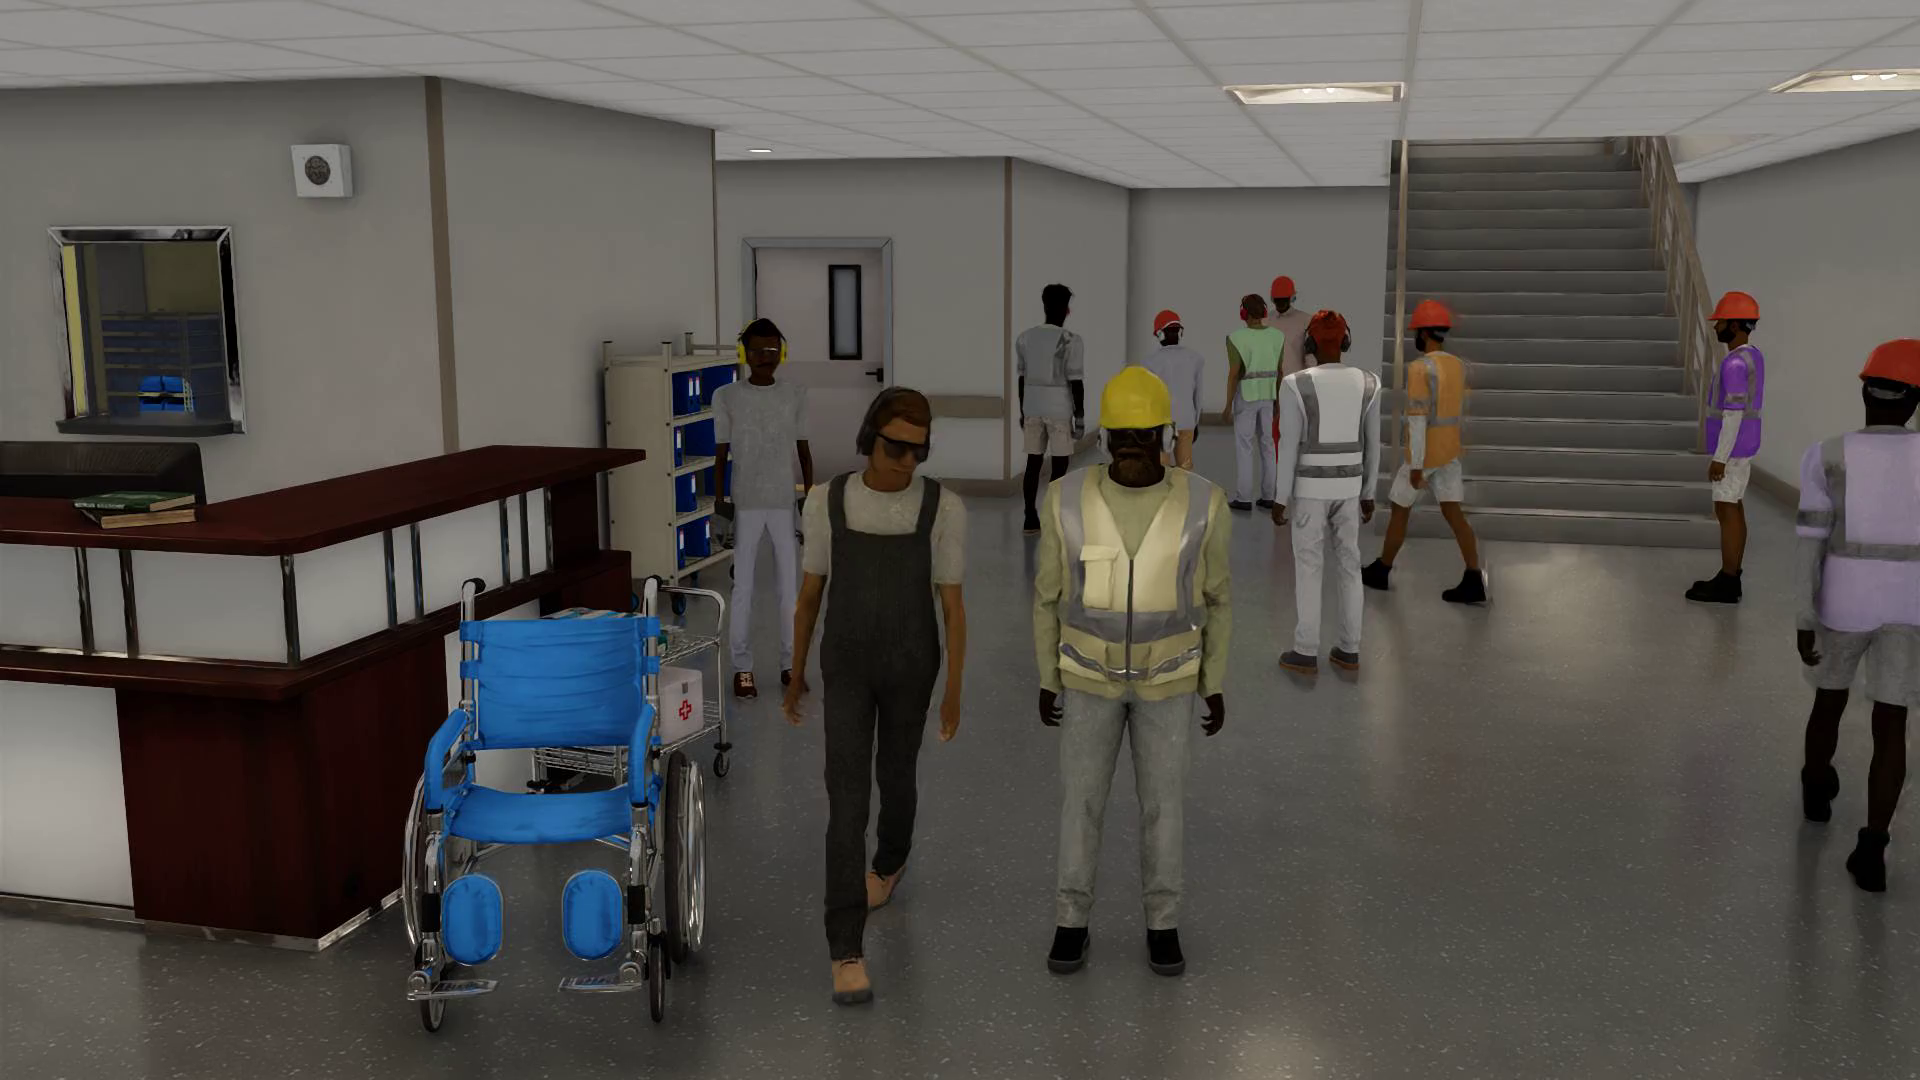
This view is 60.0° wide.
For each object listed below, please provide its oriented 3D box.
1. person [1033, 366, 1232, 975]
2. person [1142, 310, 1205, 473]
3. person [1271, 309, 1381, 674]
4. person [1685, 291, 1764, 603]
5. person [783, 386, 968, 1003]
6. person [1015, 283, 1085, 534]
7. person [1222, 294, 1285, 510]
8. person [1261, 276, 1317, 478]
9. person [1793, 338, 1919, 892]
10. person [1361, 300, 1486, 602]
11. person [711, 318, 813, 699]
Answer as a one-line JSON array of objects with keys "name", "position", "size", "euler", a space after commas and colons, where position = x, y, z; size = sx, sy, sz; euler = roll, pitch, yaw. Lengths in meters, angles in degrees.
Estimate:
[{"name": "person", "position": [0.512, 0.397, 4.983], "size": [0.592, 1.834, 0.404], "euler": [1, 10, 7]}, {"name": "person", "position": [1.627, -0.915, 12.968], "size": [0.560, 1.742, 0.340], "euler": [-5, 11, -25]}, {"name": "person", "position": [1.891, -0.244, 8.609], "size": [0.585, 1.880, 0.338], "euler": [-3, 10, -16]}, {"name": "person", "position": [4.795, -0.574, 10.394], "size": [0.361, 1.938, 0.545], "euler": [6, 12, 33]}, {"name": "person", "position": [-0.256, 0.405, 5.108], "size": [0.565, 1.789, 0.969], "euler": [0, 10, 2]}, {"name": "person", "position": [0.703, -0.995, 12.831], "size": [0.608, 1.955, 0.385], "euler": [7, 12, 37]}, {"name": "person", "position": [2.511, -1.167, 14.172], "size": [0.569, 1.839, 0.374], "euler": [-5, 11, -25]}, {"name": "person", "position": [3.172, -1.590, 16.270], "size": [0.650, 1.968, 0.566], "euler": [5, 11, 28]}, {"name": "person", "position": [3.252, 0.224, 5.923], "size": [0.536, 1.866, 0.993], "euler": [5, 11, 28]}, {"name": "person", "position": [2.961, -0.560, 10.486], "size": [0.568, 1.883, 1.013], "euler": [-7, 12, -36]}, {"name": "person", "position": [-0.953, -0.151, 8.138], "size": [0.507, 1.862, 0.326], "euler": [-3, 10, -16]}]
